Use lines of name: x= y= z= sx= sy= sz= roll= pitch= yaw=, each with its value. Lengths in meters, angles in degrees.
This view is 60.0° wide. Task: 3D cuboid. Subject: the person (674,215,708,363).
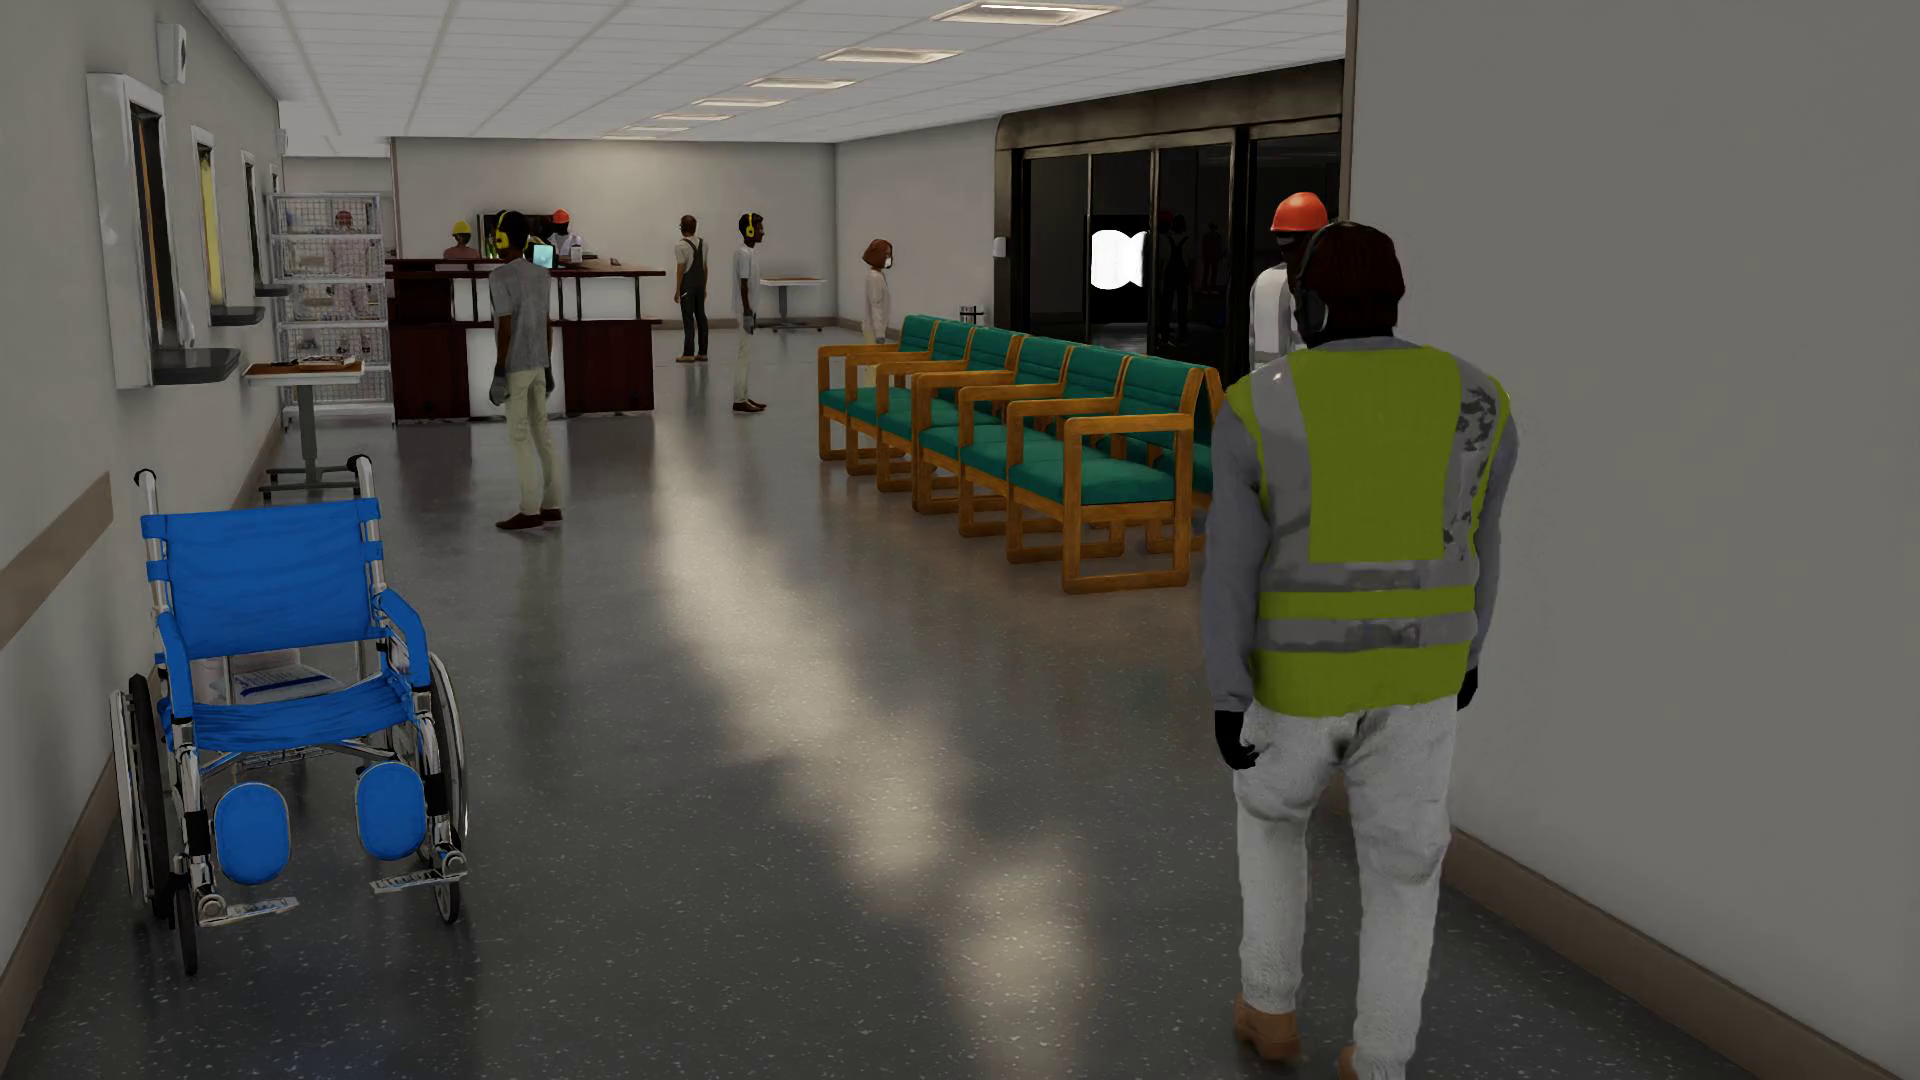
person: x=-3.388 y=-3.157 z=20.940 sx=0.345 sy=1.847 sz=0.508 roll=9 pitch=14 yaw=38

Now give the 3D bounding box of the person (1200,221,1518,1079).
person: x=0.796 y=0.265 z=3.461 sx=0.641 sy=1.815 sz=0.687 roll=0 pitch=11 yaw=0

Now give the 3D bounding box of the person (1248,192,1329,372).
person: x=1.548 y=-0.624 z=7.713 sx=0.358 sy=1.937 sz=0.552 roll=-3 pitch=12 yaw=-17

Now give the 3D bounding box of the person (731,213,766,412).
person: x=-1.993 y=-2.134 z=15.664 sx=0.332 sy=1.862 sz=0.508 roll=-1 pitch=11 yaw=-4

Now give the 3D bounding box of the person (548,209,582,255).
person: x=-5.550 y=-3.660 z=23.321 sx=0.545 sy=1.929 sz=0.390 roll=2 pitch=11 yaw=11

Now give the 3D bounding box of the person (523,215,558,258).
person: x=-5.106 y=-3.065 z=20.488 sx=0.429 sy=1.843 sz=0.632 roll=1 pitch=11 yaw=7

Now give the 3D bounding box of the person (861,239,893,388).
person: x=-0.720 y=-1.801 z=14.537 sx=0.282 sy=1.633 sz=0.498 roll=-1 pitch=11 yaw=-4

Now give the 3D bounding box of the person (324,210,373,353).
person: x=-8.238 y=-3.472 z=22.408 sx=0.643 sy=1.908 sz=0.411 roll=-9 pitch=14 yaw=-39

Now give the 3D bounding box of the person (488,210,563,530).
person: x=-2.572 y=-0.986 z=9.758 sx=0.310 sy=1.864 sz=0.533 roll=5 pitch=12 yaw=23

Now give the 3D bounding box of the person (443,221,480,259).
person: x=-6.198 y=-3.092 z=20.811 sx=0.301 sy=1.772 sz=0.524 roll=8 pitch=14 yaw=36
